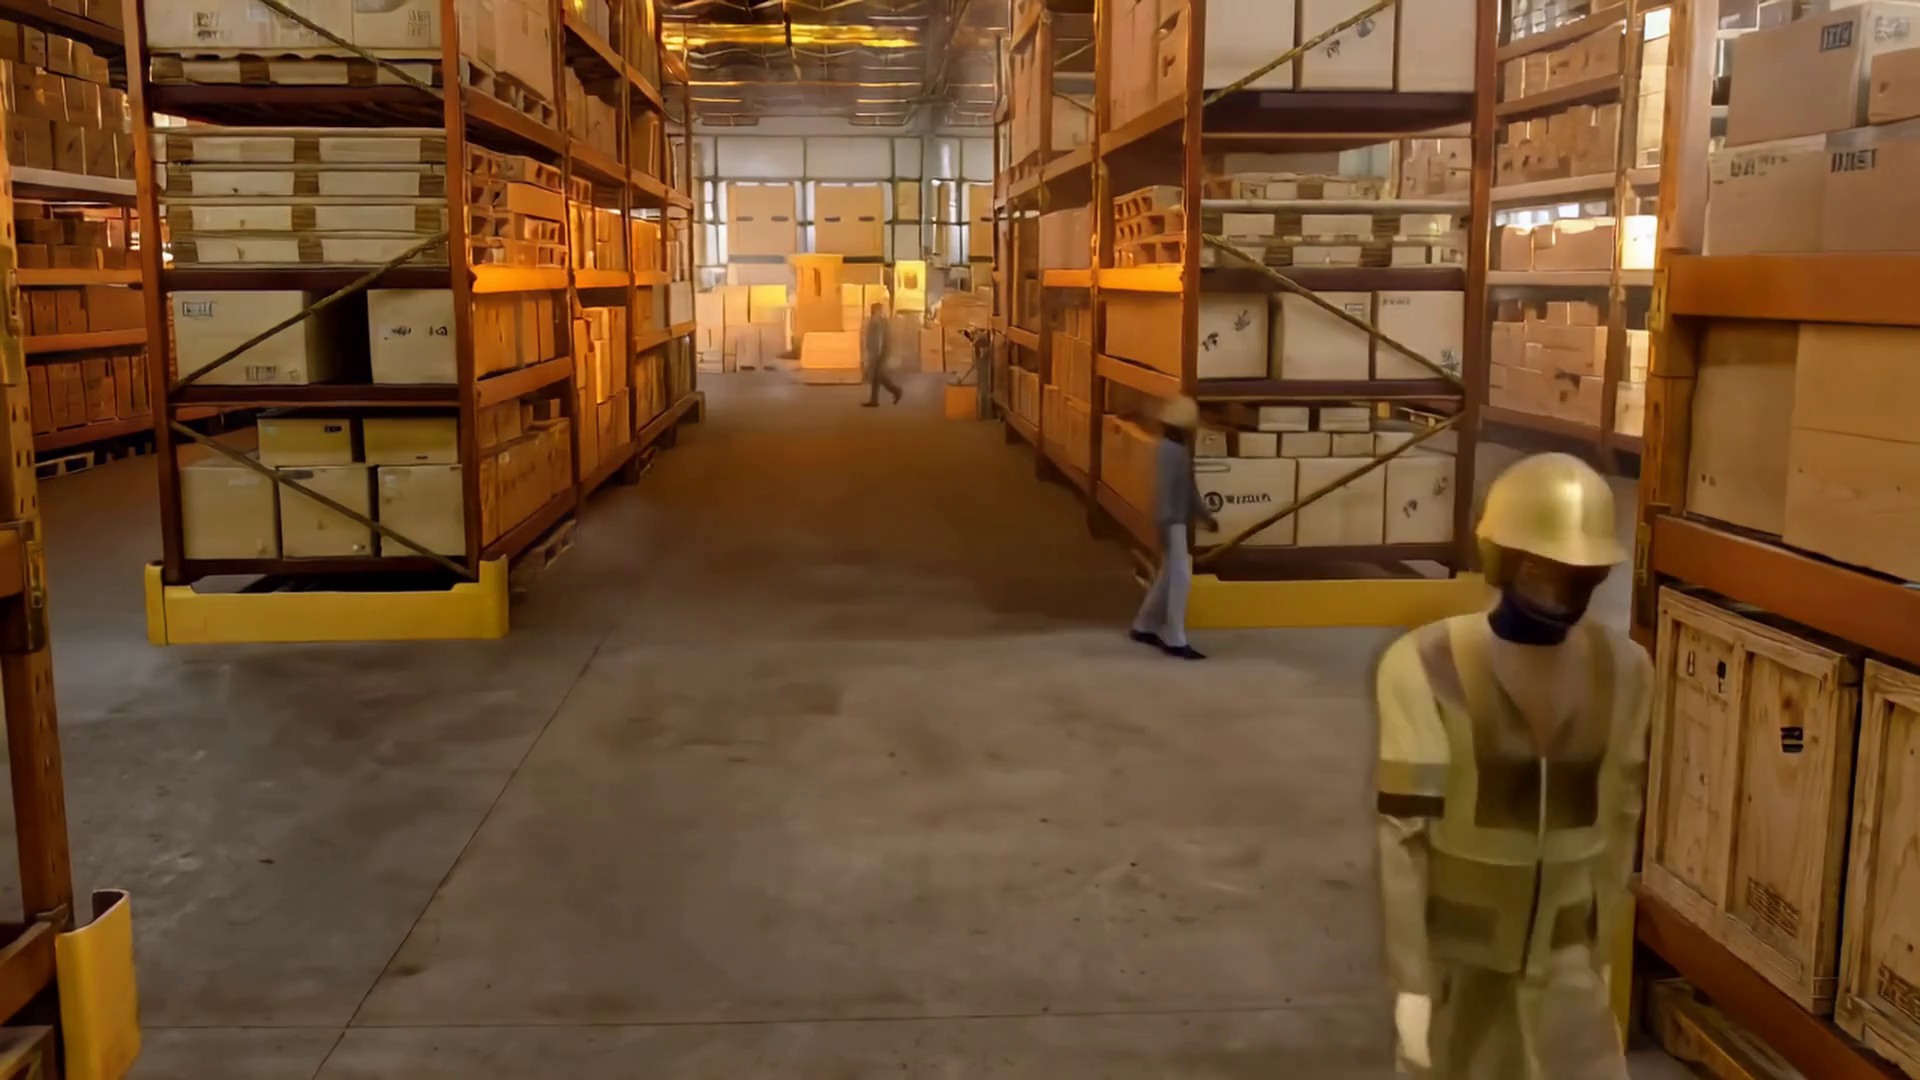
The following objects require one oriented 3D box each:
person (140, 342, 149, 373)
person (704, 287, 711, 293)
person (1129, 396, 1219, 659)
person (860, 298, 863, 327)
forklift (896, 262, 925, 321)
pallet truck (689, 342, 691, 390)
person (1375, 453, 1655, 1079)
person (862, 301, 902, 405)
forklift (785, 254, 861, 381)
[{"bbox_3d":[-16.942,-4.117,34.790,0.598,1.894,0.805,5,10,30],"label":"person"},{"bbox_3d":[-9.708,-8.787,64.121,0.349,1.884,0.584,0,9,1],"label":"person"},{"bbox_3d":[1.314,-0.088,10.348,0.541,1.614,0.517,3,9,17],"label":"person"},{"bbox_3d":[-2.904,-7.130,53.683,1.003,1.890,0.646,-3,10,-18],"label":"person"},{"bbox_3d":[-1.812,-8.621,59.961,1.129,2.768,1.873,-1,9,-4],"label":"forklift"},{"bbox_3d":[-5.225,-3.008,27.480,1.885,1.965,0.823,2,9,14],"label":"pallet truck"},{"bbox_3d":[1.146,0.839,3.326,0.614,2.004,0.976,-1,9,-5],"label":"person"},{"bbox_3d":[-1.420,-3.353,29.971,0.631,1.895,0.642,0,9,-3],"label":"person"},{"bbox_3d":[-3.063,-4.997,37.208,1.129,2.768,1.873,-5,10,-28],"label":"forklift"}]
